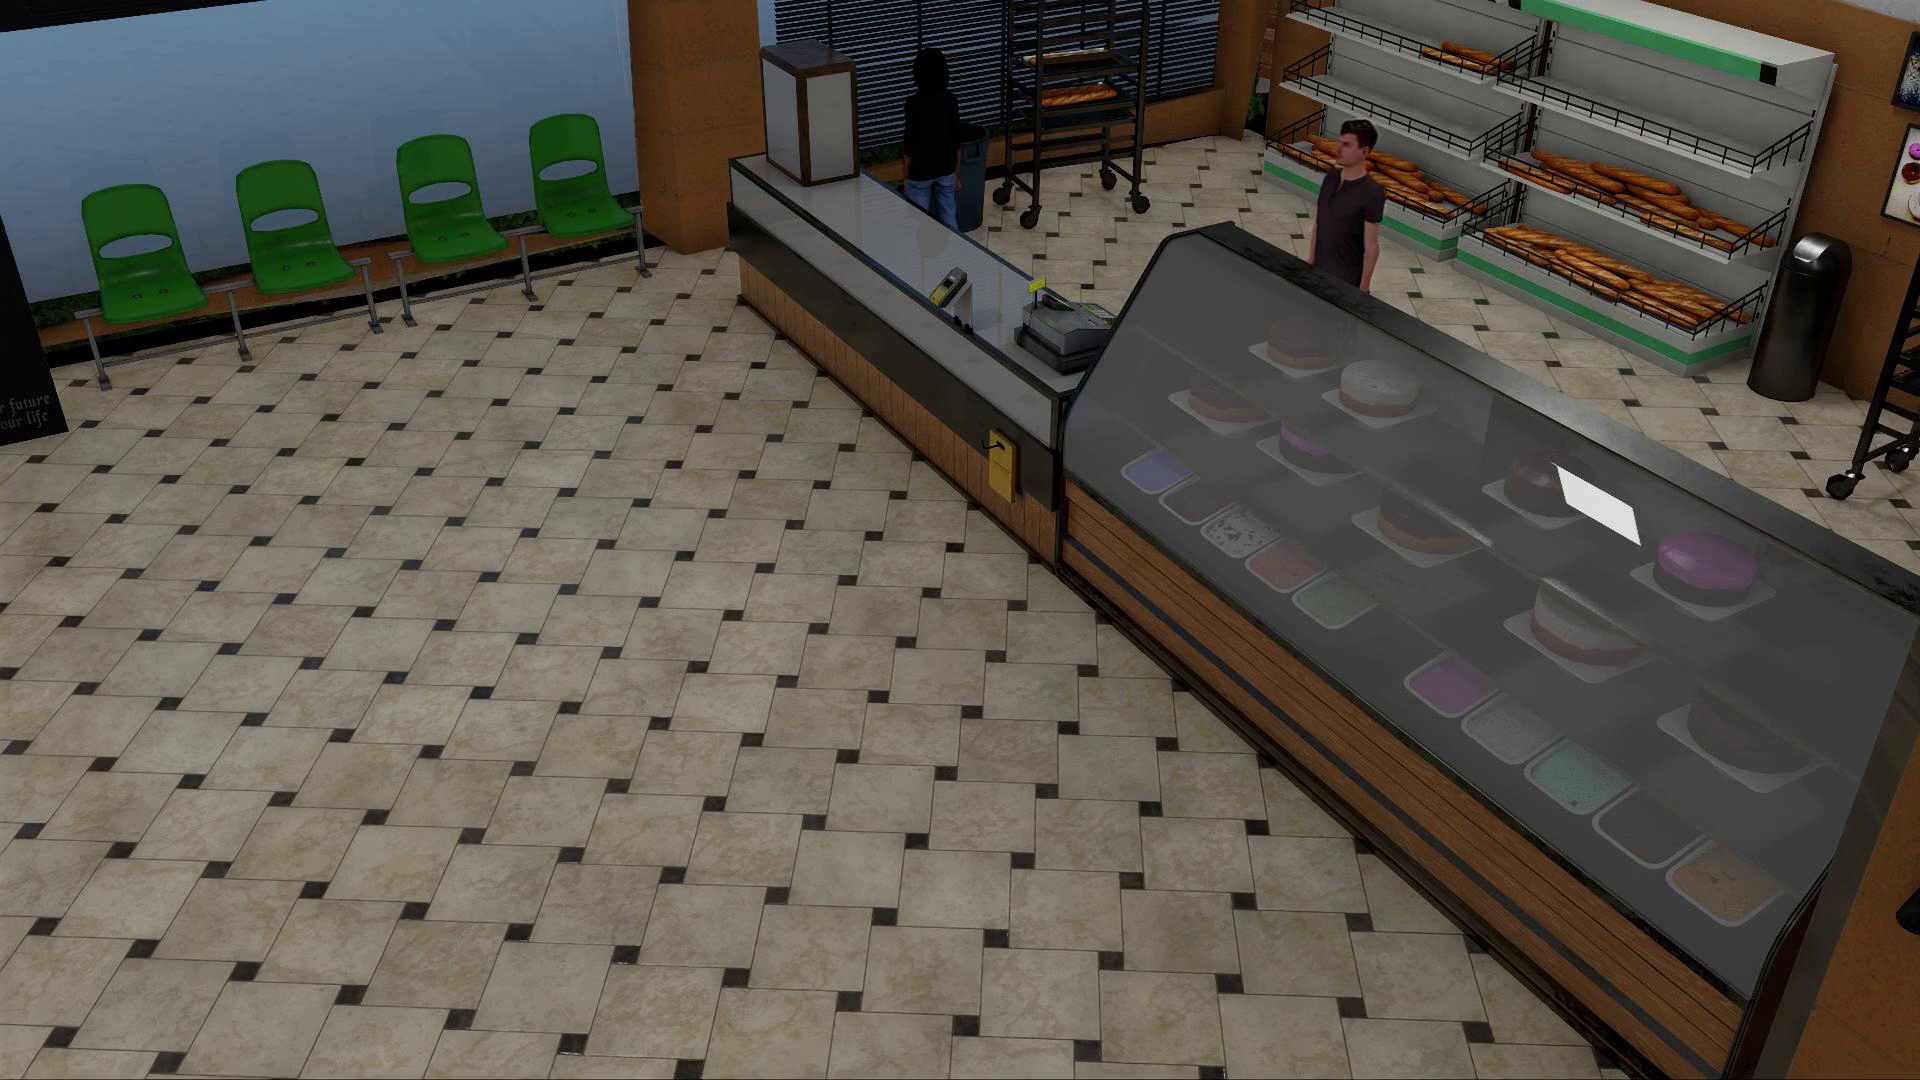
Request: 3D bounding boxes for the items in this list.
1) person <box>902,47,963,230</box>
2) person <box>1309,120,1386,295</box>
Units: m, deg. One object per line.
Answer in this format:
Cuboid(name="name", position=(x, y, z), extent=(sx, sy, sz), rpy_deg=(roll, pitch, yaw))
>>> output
Cuboid(name="person", position=(-0.192, -2.400, 10.992), extent=(0.511, 1.701, 0.659), rpy_deg=(-12, 34, -18))
Cuboid(name="person", position=(2.135, -1.450, 9.323), extent=(0.540, 1.852, 0.642), rpy_deg=(-16, 35, -24))
